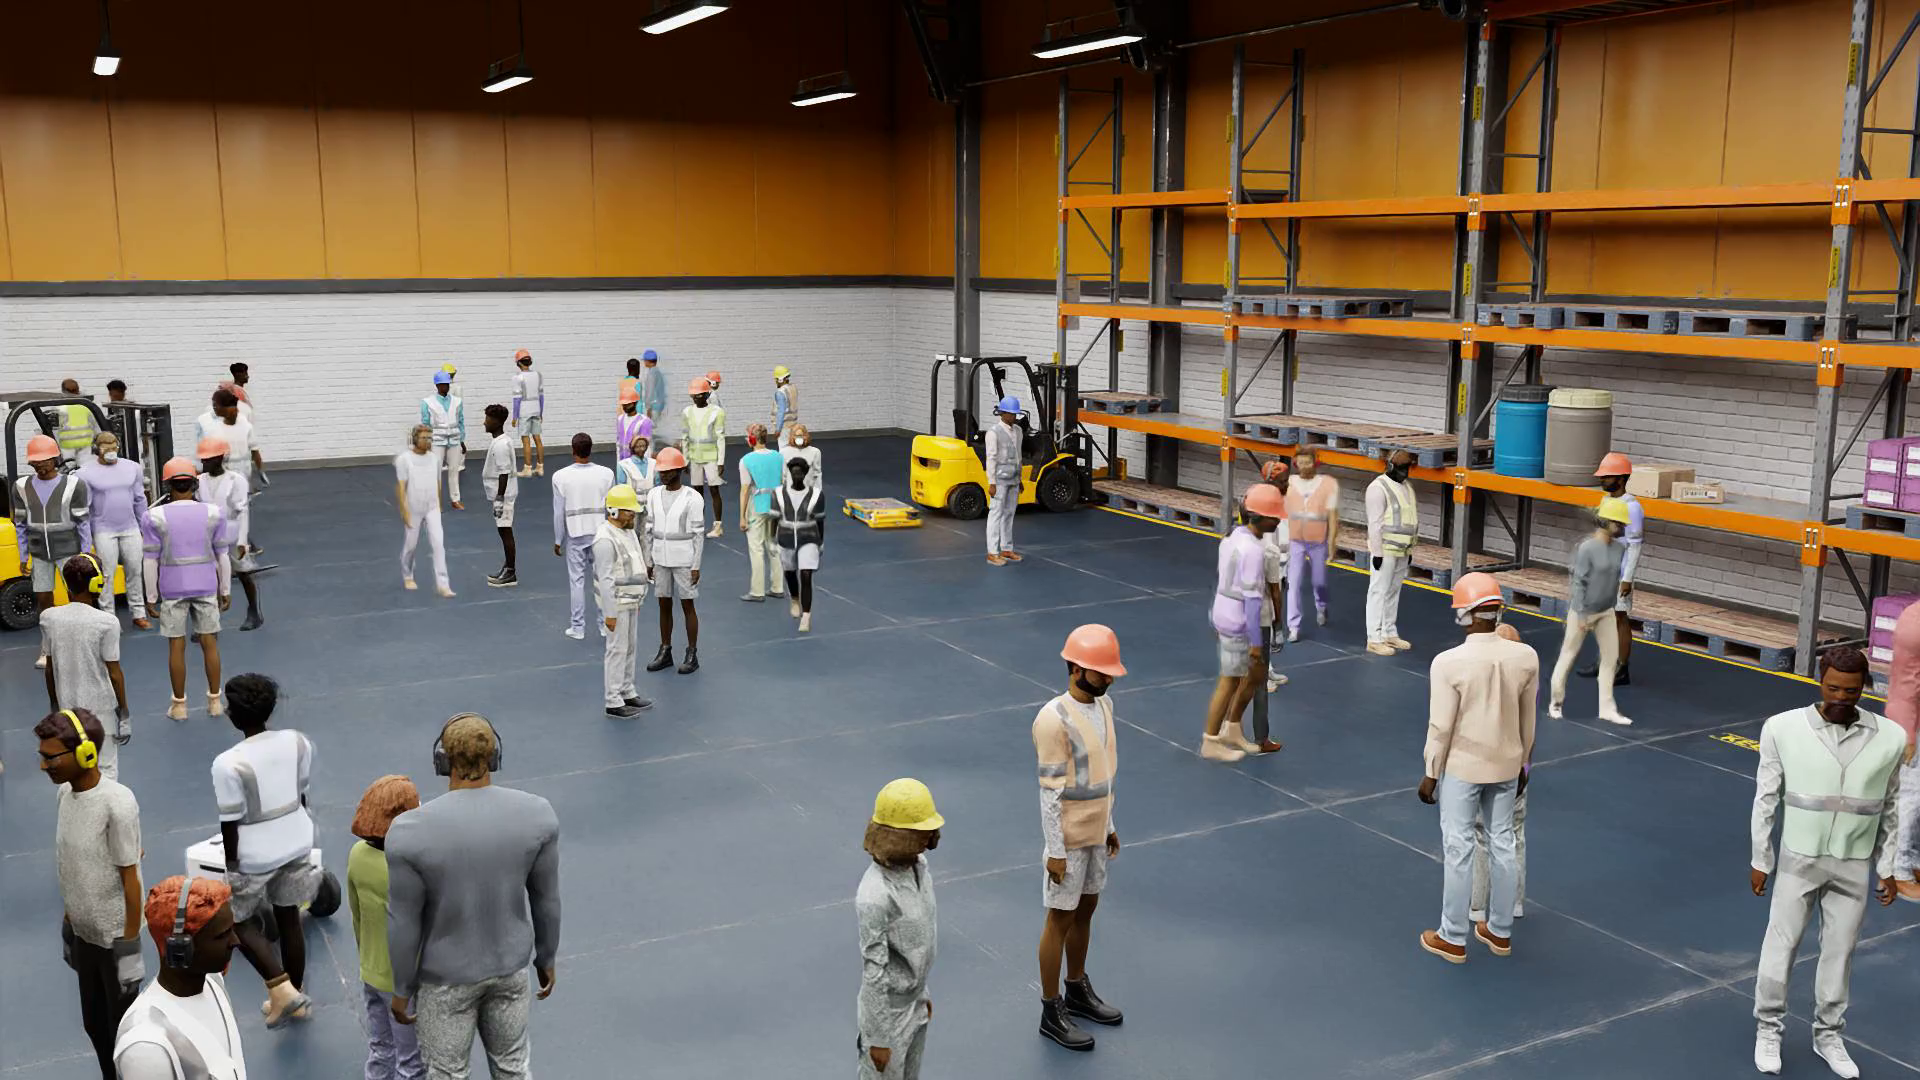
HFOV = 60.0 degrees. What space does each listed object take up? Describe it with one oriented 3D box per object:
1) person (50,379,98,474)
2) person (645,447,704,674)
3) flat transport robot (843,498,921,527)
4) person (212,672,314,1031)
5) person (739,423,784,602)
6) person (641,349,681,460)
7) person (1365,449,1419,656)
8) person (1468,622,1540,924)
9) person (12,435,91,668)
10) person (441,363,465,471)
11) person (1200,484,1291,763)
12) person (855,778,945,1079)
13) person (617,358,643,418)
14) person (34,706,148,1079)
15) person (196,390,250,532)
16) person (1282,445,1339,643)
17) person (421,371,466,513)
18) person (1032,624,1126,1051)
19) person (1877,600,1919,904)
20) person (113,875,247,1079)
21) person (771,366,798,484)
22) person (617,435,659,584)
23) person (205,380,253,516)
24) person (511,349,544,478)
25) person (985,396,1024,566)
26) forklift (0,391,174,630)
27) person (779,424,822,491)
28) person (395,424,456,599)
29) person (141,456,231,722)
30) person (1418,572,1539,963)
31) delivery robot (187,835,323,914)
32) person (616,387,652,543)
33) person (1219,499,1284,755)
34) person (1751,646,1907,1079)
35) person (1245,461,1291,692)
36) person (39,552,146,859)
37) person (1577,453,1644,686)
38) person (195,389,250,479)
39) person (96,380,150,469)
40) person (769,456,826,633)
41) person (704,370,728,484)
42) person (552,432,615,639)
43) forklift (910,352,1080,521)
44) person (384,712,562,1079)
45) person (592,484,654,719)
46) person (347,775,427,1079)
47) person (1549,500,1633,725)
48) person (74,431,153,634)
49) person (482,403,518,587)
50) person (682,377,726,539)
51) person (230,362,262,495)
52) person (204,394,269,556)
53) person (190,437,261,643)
[{"bbox_3d":[-12.318,-1.330,23.138,0.452,1.825,0.651,8,12,38],"label":"person"},{"bbox_3d":[-2.440,0.174,14.159,0.545,1.939,0.354,4,10,20],"label":"person"},{"bbox_3d":[-1.049,-0.379,22.135,0.652,0.197,1.431,-4,10,-19],"label":"flat transport robot"},{"bbox_3d":[-3.172,1.436,7.638,0.395,1.683,0.535,5,11,28],"label":"person"},{"bbox_3d":[-2.015,-0.279,17.054,0.378,1.837,0.566,8,13,40],"label":"person"},{"bbox_3d":[-5.162,-2.290,28.379,0.658,1.921,0.610,-1,10,-3],"label":"person"},{"bbox_3d":[3.871,0.099,14.888,0.430,1.838,0.619,9,13,42],"label":"person"},{"bbox_3d":[2.866,1.242,8.900,0.509,1.629,0.316,-5,11,-25],"label":"person"},{"bbox_3d":[-7.786,0.107,14.287,0.603,2.034,0.416,-1,10,-8],"label":"person"},{"bbox_3d":[-8.307,-1.996,27.143,0.522,1.769,0.318,8,13,40],"label":"person"},{"bbox_3d":[1.976,0.592,11.580,0.604,1.999,0.633,1,10,4],"label":"person"},{"bbox_3d":[-0.207,1.692,5.975,0.324,1.743,0.490,3,10,19],"label":"person"},{"bbox_3d":[-5.161,-1.893,26.143,0.412,1.909,0.597,-8,13,-38],"label":"person"},{"bbox_3d":[-3.343,1.553,6.467,0.528,1.857,0.333,7,12,35],"label":"person"},{"bbox_3d":[-9.334,-0.990,21.140,0.627,1.844,0.429,-8,13,-40],"label":"person"},{"bbox_3d":[3.243,0.002,15.498,0.569,1.820,0.806,3,10,18],"label":"person"},{"bbox_3d":[-7.110,-1.356,22.928,0.614,1.949,0.382,-8,13,-39],"label":"person"},{"bbox_3d":[0.564,1.323,7.558,0.370,1.932,0.543,7,12,33],"label":"person"},{"bbox_3d":[5.361,1.026,9.256,0.368,1.937,0.640,9,14,43],"label":"person"},{"bbox_3d":[-2.144,1.850,4.683,0.358,1.880,0.576,-1,10,-7],"label":"person"},{"bbox_3d":[-2.723,-1.781,25.733,0.403,1.826,0.589,3,10,17],"label":"person"},{"bbox_3d":[-3.434,-0.315,17.824,0.512,1.642,0.311,-8,13,-39],"label":"person"},{"bbox_3d":[-9.769,-1.206,22.272,0.837,1.883,0.646,6,12,31],"label":"person"},{"bbox_3d":[-6.887,-2.008,26.445,0.392,2.034,0.605,7,12,35],"label":"person"},{"bbox_3d":[0.532,-0.687,19.095,0.406,1.941,0.614,8,13,38],"label":"person"},{"bbox_3d":[-9.026,-0.363,16.508,1.214,2.155,2.313,6,11,29],"label":"forklift"},{"bbox_3d":[-1.826,-0.515,19.002,0.508,1.631,0.264,-1,10,-8],"label":"person"},{"bbox_3d":[-5.634,-0.315,17.384,0.506,1.801,0.911,-7,12,-36],"label":"person"},{"bbox_3d":[-5.911,0.376,12.739,0.611,2.032,0.411,-7,12,-34],"label":"person"},{"bbox_3d":[2.607,1.147,8.417,0.610,1.986,0.393,-3,10,-15],"label":"person"},{"bbox_3d":[-3.752,1.741,8.845,0.707,0.478,0.477,4,11,23],"label":"delivery robot"},{"bbox_3d":[-4.046,-0.929,20.543,0.545,1.929,0.389,7,12,34],"label":"person"},{"bbox_3d":[2.082,0.603,11.883,0.513,1.872,0.328,7,12,35],"label":"person"},{"bbox_3d":[3.757,1.384,7.247,0.599,1.916,0.375,1,10,8],"label":"person"},{"bbox_3d":[2.536,0.288,13.656,0.349,1.882,0.577,6,11,30],"label":"person"},{"bbox_3d":[-5.045,0.999,9.645,0.512,1.861,0.325,1,10,8],"label":"person"},{"bbox_3d":[5.387,0.242,13.764,0.375,1.935,0.550,-1,10,-7],"label":"person"},{"bbox_3d":[-9.139,-0.934,20.647,0.622,1.895,0.446,-5,11,-28],"label":"person"},{"bbox_3d":[-10.939,-1.123,21.669,0.608,1.910,1.010,1,10,8],"label":"person"},{"bbox_3d":[-1.540,-0.002,15.939,0.526,1.668,0.800,1,10,4],"label":"person"},{"bbox_3d":[-3.816,-1.748,25.753,0.329,1.750,0.560,-5,11,-27],"label":"person"},{"bbox_3d":[-3.474,-0.039,15.440,0.593,1.918,0.388,-5,11,-27],"label":"person"},{"bbox_3d":[0.460,-1.461,22.833,2.313,2.155,1.214,-5,11,-28],"label":"forklift"},{"bbox_3d":[-1.770,1.580,6.110,0.636,1.927,0.386,-7,12,-34],"label":"person"},{"bbox_3d":[-2.604,0.472,12.800,0.403,1.817,0.601,1,10,6],"label":"person"},{"bbox_3d":[-2.125,1.686,6.329,0.500,1.633,0.286,8,13,40],"label":"person"},{"bbox_3d":[4.821,0.539,12.692,0.542,1.732,0.612,-5,11,-28],"label":"person"},{"bbox_3d":[-7.938,-0.070,15.605,0.376,1.928,0.636,8,13,39],"label":"person"},{"bbox_3d":[-4.940,-0.487,17.880,0.367,1.966,0.607,-3,10,-14],"label":"person"},{"bbox_3d":[-3.208,-1.018,20.763,0.601,2.036,0.404,3,10,19],"label":"person"},{"bbox_3d":[-10.575,-1.637,24.501,0.368,1.966,0.603,-5,11,-28],"label":"person"},{"bbox_3d":[-8.624,-0.788,19.773,0.996,1.922,0.627,6,12,31],"label":"person"},{"bbox_3d":[-6.844,-0.024,15.450,0.559,1.887,0.993,1,10,5],"label":"person"}]
